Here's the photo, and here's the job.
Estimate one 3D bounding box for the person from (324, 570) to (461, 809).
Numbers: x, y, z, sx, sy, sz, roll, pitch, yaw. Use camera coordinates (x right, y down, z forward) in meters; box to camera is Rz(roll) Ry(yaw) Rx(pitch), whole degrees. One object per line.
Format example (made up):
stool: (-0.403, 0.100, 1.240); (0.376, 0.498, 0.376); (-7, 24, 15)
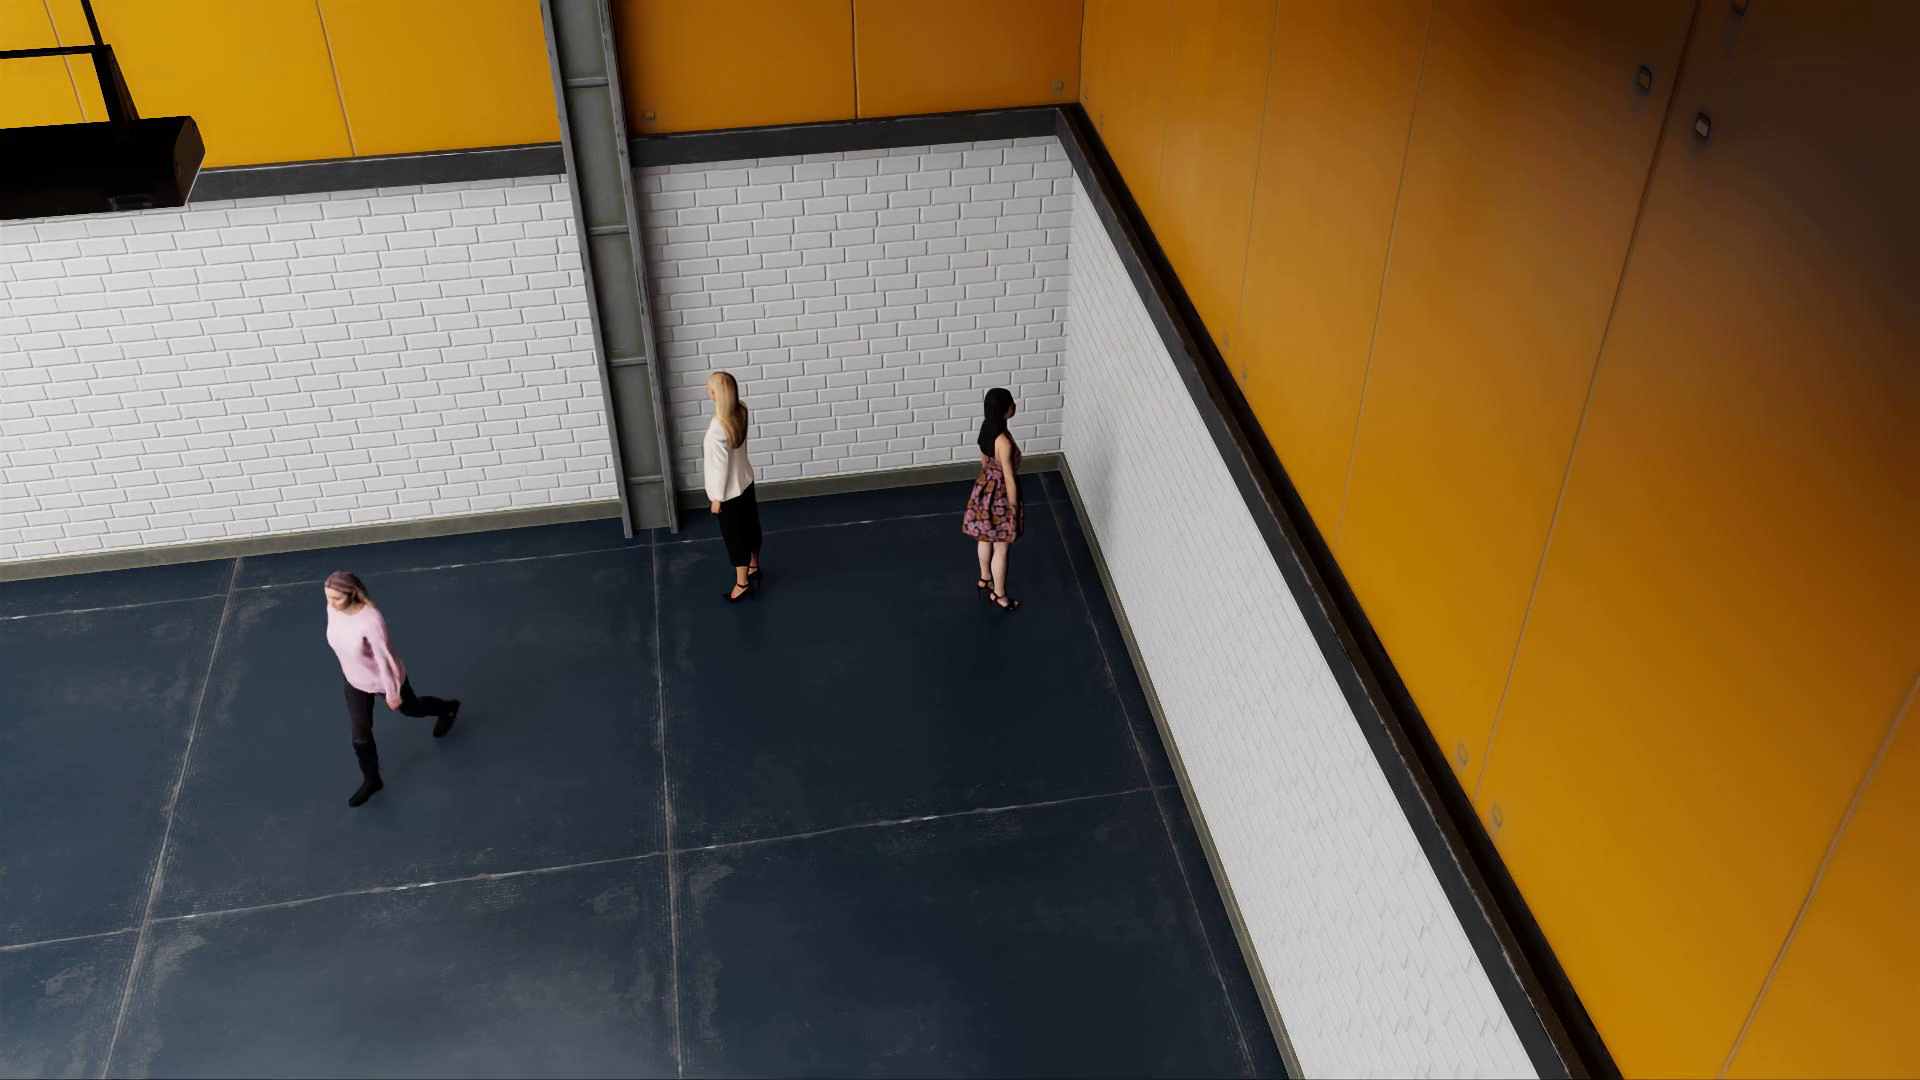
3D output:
person: (-3.448, 0.775, 10.059); (1.169, 1.640, 1.122); (18, 42, 21)

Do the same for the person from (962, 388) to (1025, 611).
person: (0.266, -0.276, 11.267); (0.750, 1.774, 0.734); (-16, 41, -19)

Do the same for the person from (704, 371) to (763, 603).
person: (-1.545, -0.354, 11.297); (0.672, 1.858, 0.682); (11, 40, 13)
